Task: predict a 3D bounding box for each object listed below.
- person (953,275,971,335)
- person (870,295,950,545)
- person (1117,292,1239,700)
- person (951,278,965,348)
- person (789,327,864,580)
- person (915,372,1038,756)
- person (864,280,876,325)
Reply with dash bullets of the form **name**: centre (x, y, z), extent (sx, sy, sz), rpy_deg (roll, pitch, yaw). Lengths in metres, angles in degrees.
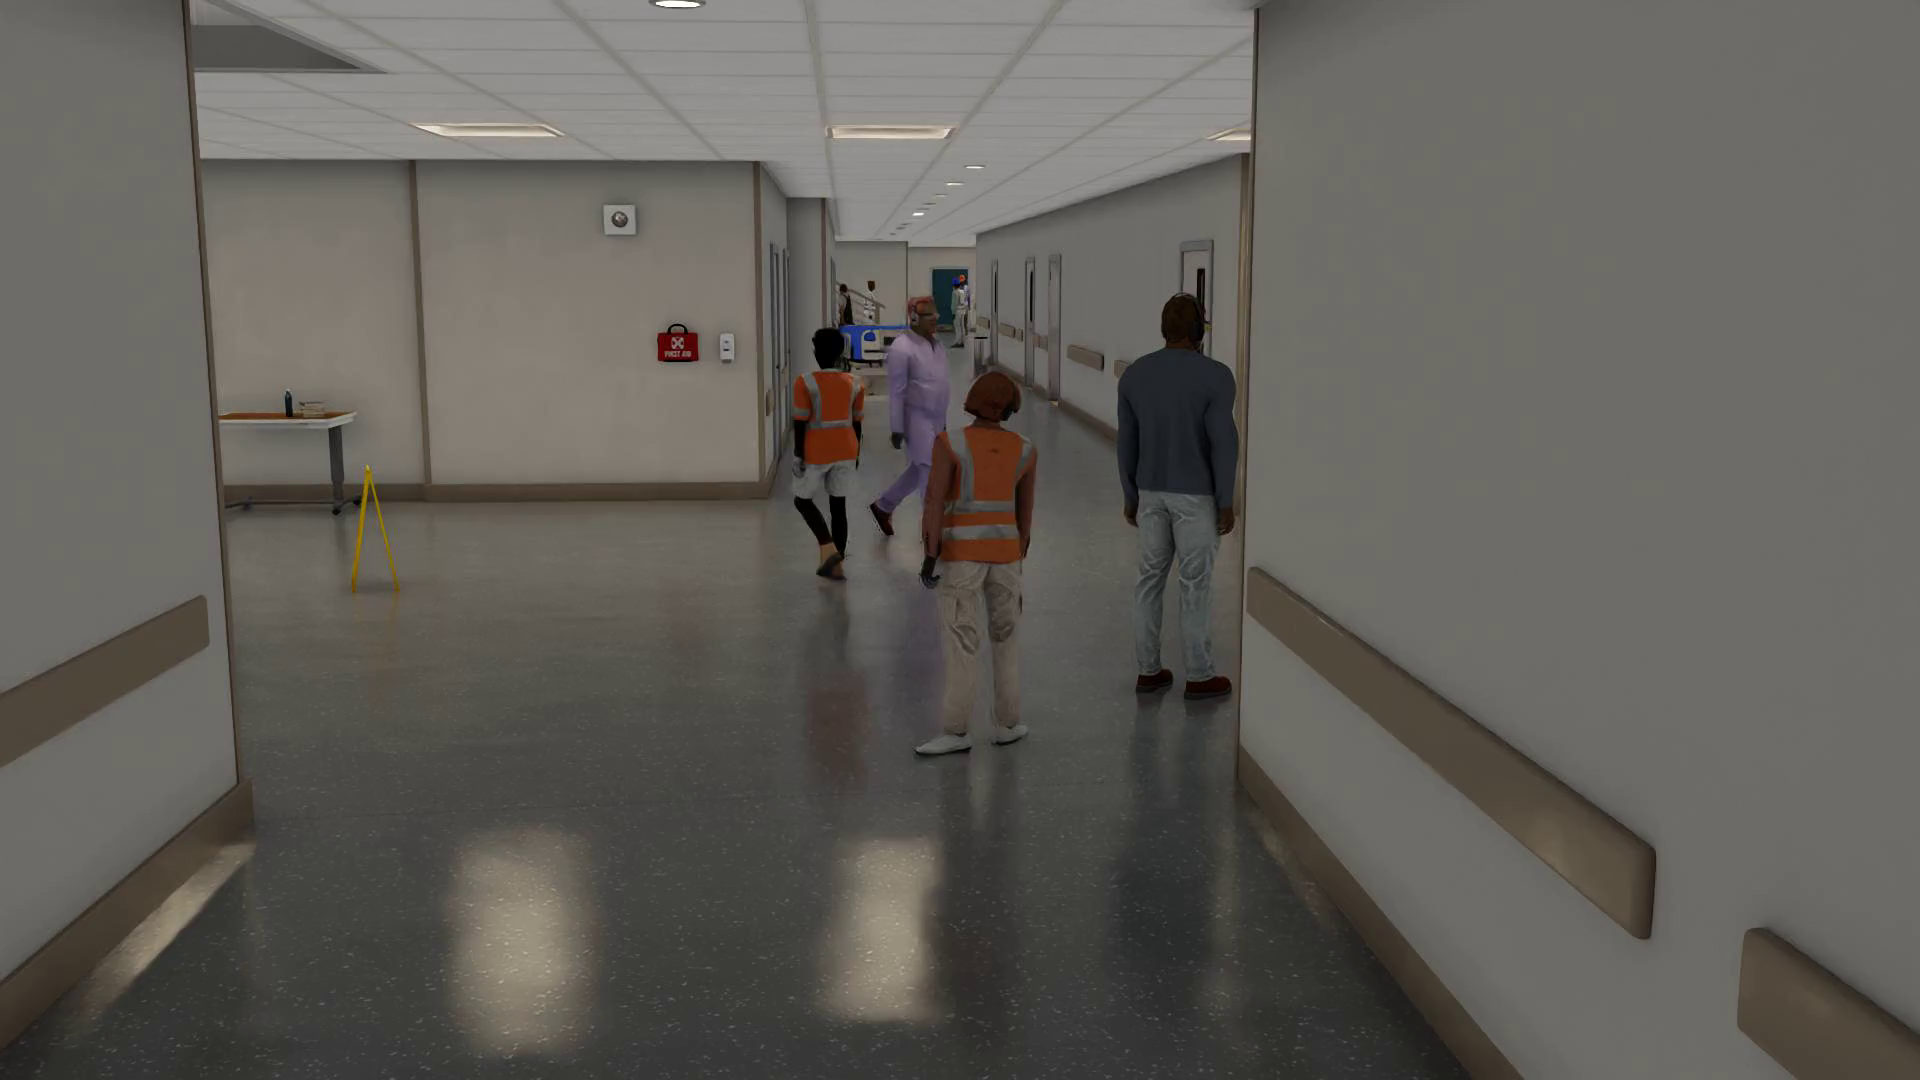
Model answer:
- **person**: centre (0.062, -7.972, 56.409), extent (0.615, 2.039, 0.388), rpy_deg (-1, 9, -6)
- **person**: centre (-0.340, -0.908, 12.581), extent (0.857, 1.881, 0.651), rpy_deg (5, 10, 30)
- **person**: centre (1.042, -0.206, 7.971), extent (0.629, 1.940, 0.379), rpy_deg (7, 12, 38)
- **person**: centre (-0.064, -6.341, 46.470), extent (0.402, 1.944, 0.606), rpy_deg (4, 10, 25)
- **person**: centre (-0.872, -0.559, 10.983), extent (0.545, 1.680, 0.375), rpy_deg (-6, 11, -33)
- **person**: centre (0.042, 0.096, 7.094), extent (0.644, 1.611, 0.326), rpy_deg (-5, 10, -29)
- **person**: centre (-2.583, -6.479, 47.563), extent (0.350, 1.876, 0.574), rpy_deg (-1, 9, -3)
